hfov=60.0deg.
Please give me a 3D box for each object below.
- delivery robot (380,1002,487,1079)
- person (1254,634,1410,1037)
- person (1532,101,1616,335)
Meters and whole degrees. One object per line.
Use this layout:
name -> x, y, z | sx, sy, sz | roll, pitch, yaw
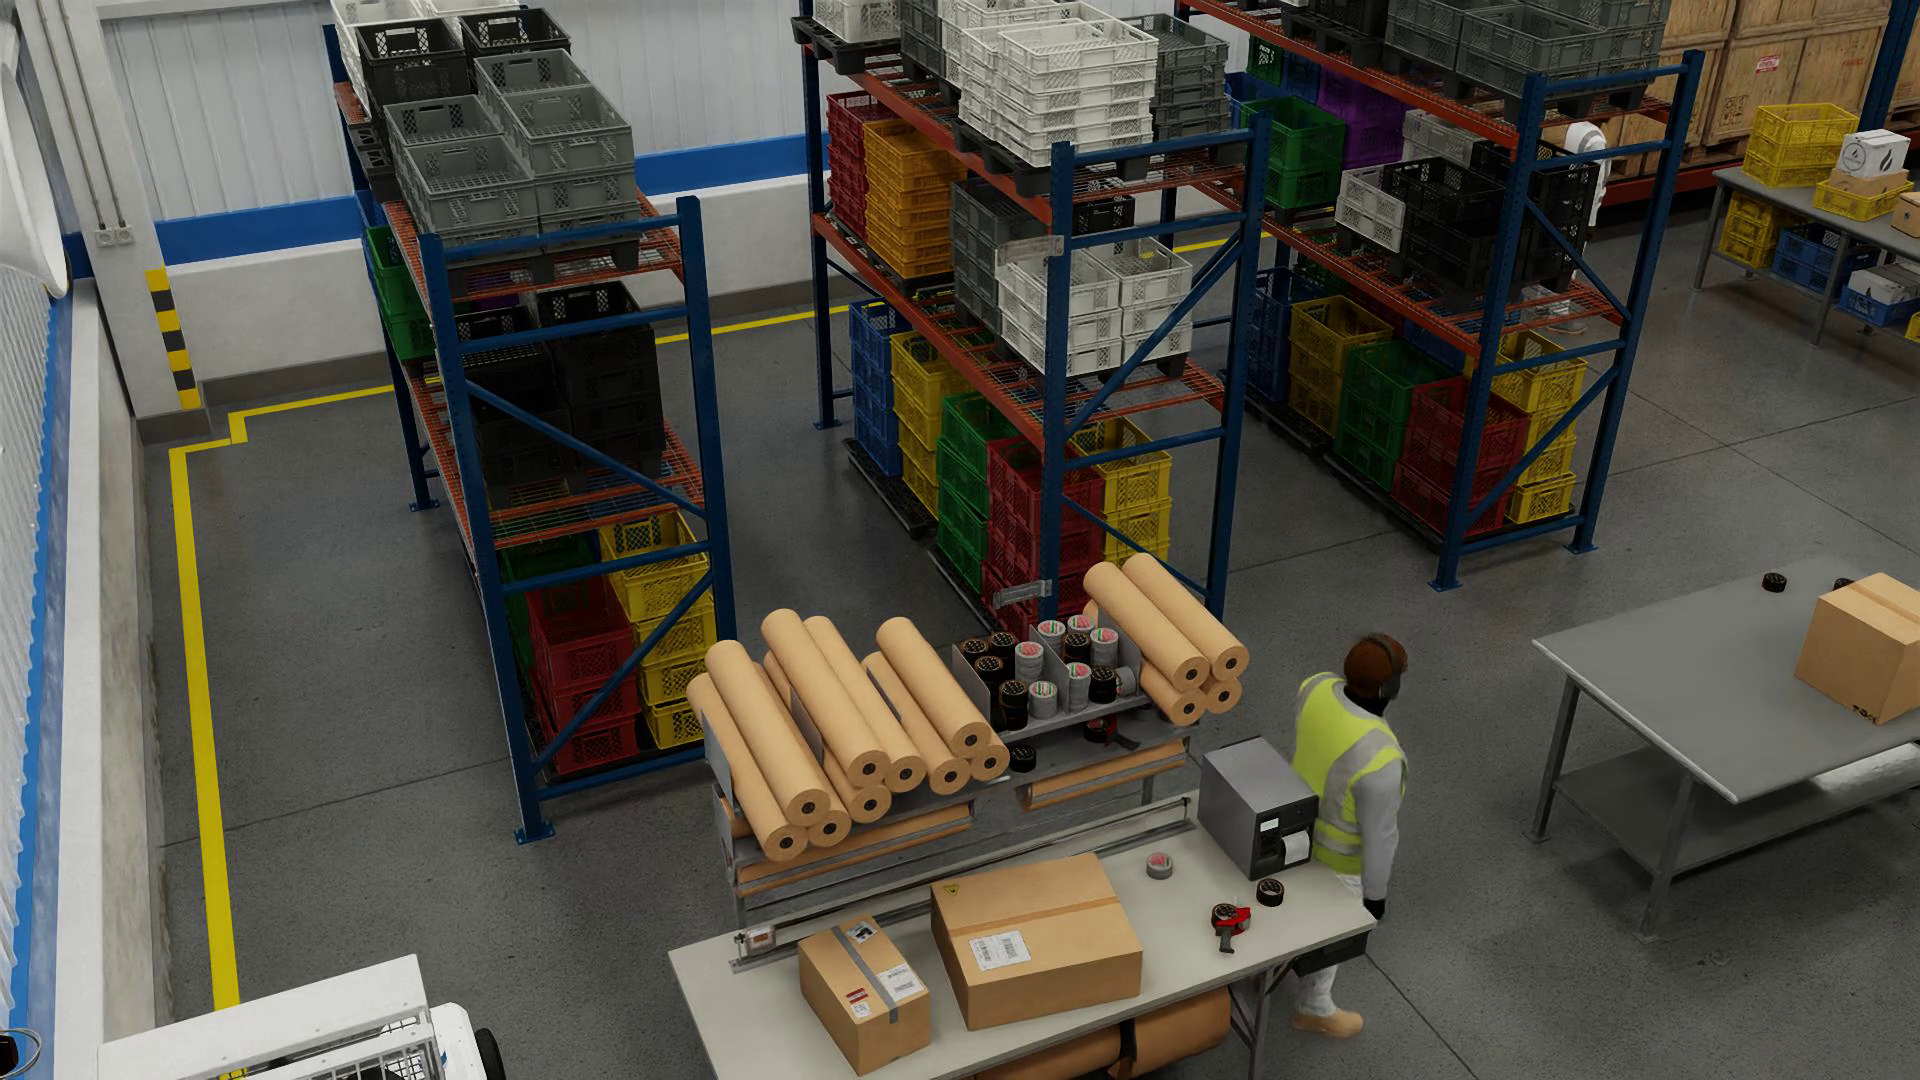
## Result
delivery robot -> -1.940, 2.076, 6.217 | 0.477, 0.478, 0.707 | -14, 34, -22
person -> 1.498, 1.173, 6.572 | 0.433, 1.830, 0.667 | -8, 33, -13
person -> 4.622, -2.476, 12.437 | 0.356, 1.887, 0.573 | -2, 32, -3
